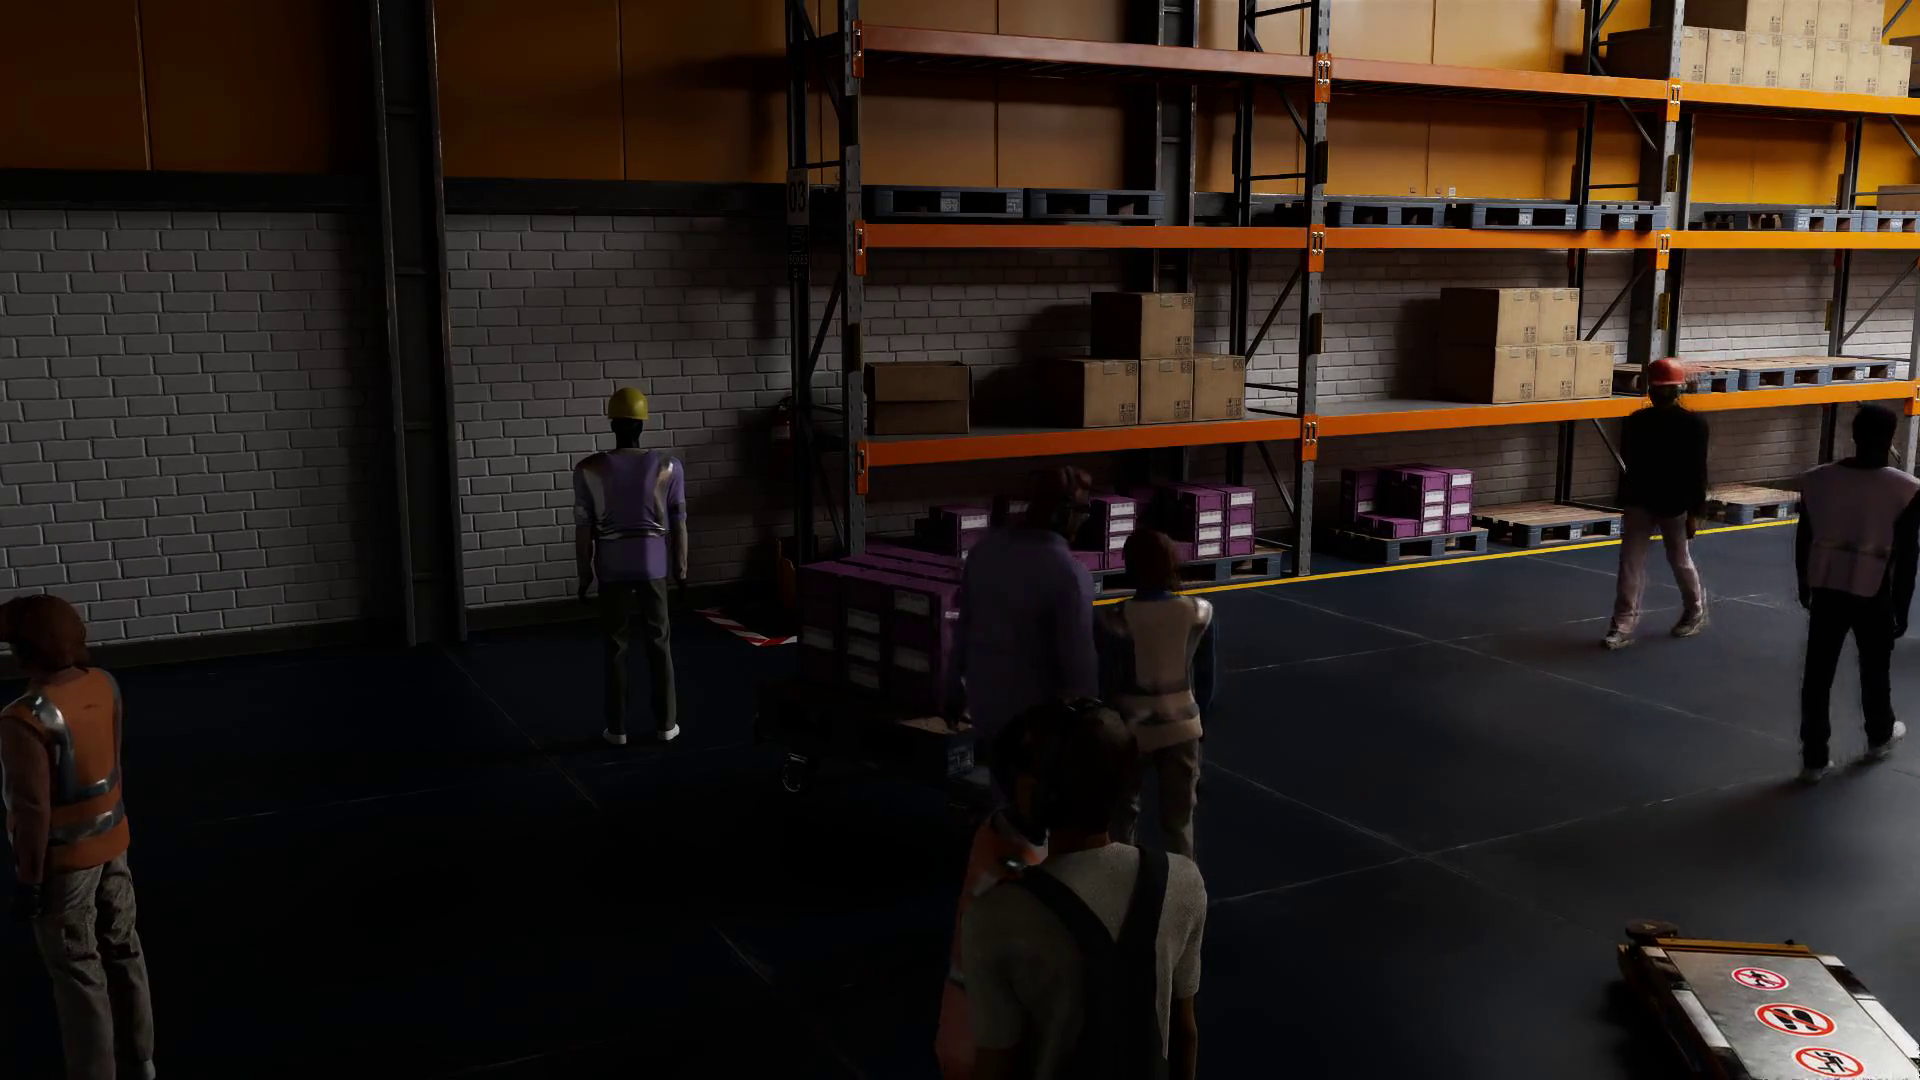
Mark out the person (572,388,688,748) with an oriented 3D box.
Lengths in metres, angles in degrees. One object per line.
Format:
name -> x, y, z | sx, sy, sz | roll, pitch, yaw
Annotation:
person -> -1.758, 0.150, 8.910 | 0.594, 1.924, 0.382 | -3, 10, -14

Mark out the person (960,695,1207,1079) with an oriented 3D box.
person -> 0.216, 1.190, 3.157 | 0.507, 1.847, 0.345 | -5, 11, -29

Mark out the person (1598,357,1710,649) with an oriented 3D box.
person -> 4.755, -0.259, 11.204 | 1.003, 1.954, 0.628 | -7, 12, -36

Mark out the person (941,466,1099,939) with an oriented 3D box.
person -> 0.276, 0.634, 6.345 | 0.858, 1.852, 0.736 | -8, 12, -38

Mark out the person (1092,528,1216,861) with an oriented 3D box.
person -> 0.731, 0.748, 6.395 | 0.531, 1.603, 0.726 | -2, 10, -9

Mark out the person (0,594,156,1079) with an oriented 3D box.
person -> -2.690, 0.967, 5.040 | 0.311, 1.636, 0.523 | 0, 10, 3

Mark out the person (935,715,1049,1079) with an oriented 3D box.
person -> 0.078, 1.166, 3.814 | 0.780, 1.654, 0.572 | 0, 10, 0

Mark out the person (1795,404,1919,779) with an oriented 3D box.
person -> 4.593, 0.245, 8.492 | 0.956, 1.874, 0.614 | -9, 13, -42

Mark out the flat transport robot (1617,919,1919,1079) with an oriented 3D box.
flat transport robot -> 2.642, 1.594, 5.354 | 0.652, 0.197, 1.431 | 1, 10, 7
